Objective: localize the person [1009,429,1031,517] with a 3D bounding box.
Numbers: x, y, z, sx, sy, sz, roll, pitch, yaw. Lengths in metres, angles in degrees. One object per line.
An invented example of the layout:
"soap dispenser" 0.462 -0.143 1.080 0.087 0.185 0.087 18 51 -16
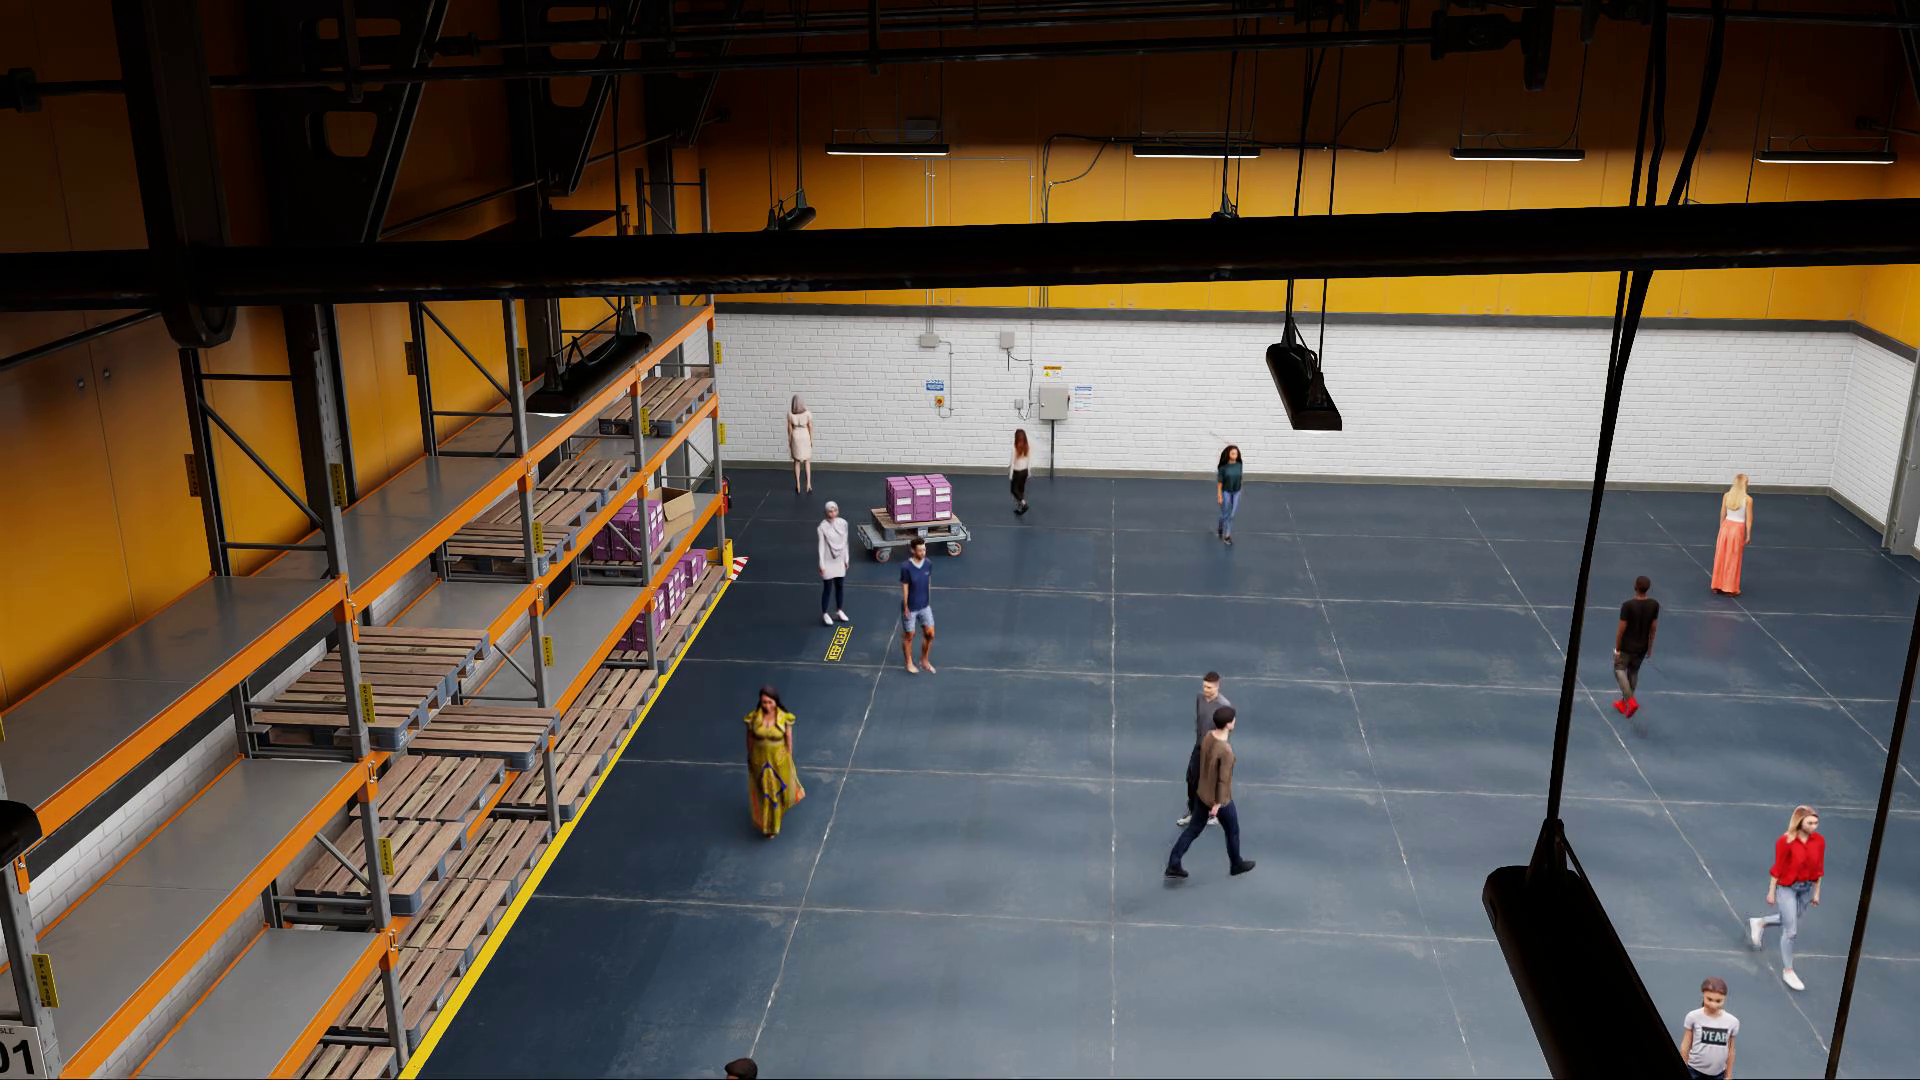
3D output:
"person" 1.026 -1.089 27.527 0.750 1.474 0.821 -11 22 -31

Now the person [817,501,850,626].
"person" -1.748 0.295 22.953 0.705 1.769 0.722 -9 21 -25

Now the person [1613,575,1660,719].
"person" 8.096 1.308 19.909 0.733 1.792 0.954 -1 19 -4

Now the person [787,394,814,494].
"person" -2.763 -1.681 28.876 0.621 1.734 0.586 -1 19 -3

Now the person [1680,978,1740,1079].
"person" 5.555 3.951 12.424 0.561 1.561 0.546 3 19 10

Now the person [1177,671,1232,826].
"person" 2.695 2.160 17.452 0.902 1.745 0.836 -17 25 -41

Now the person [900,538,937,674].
"person" -0.622 0.816 21.310 0.783 1.830 0.836 -10 21 -28

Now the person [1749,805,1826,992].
"person" 7.366 3.090 14.788 0.793 1.684 1.094 -3 19 -8

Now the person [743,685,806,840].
"person" -1.974 2.260 17.318 0.911 1.643 1.141 -2 19 -6

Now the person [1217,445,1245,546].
"person" 4.245 -0.740 26.280 0.690 1.608 0.730 -5 19 -14

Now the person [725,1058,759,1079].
"person" -1.473 4.337 11.568 0.739 1.715 0.751 18 25 42

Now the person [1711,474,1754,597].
"person" 11.159 -0.085 24.024 0.791 1.805 0.716 -13 22 -33

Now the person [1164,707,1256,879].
"person" 2.398 2.515 16.243 1.122 1.844 1.225 -9 20 -24
